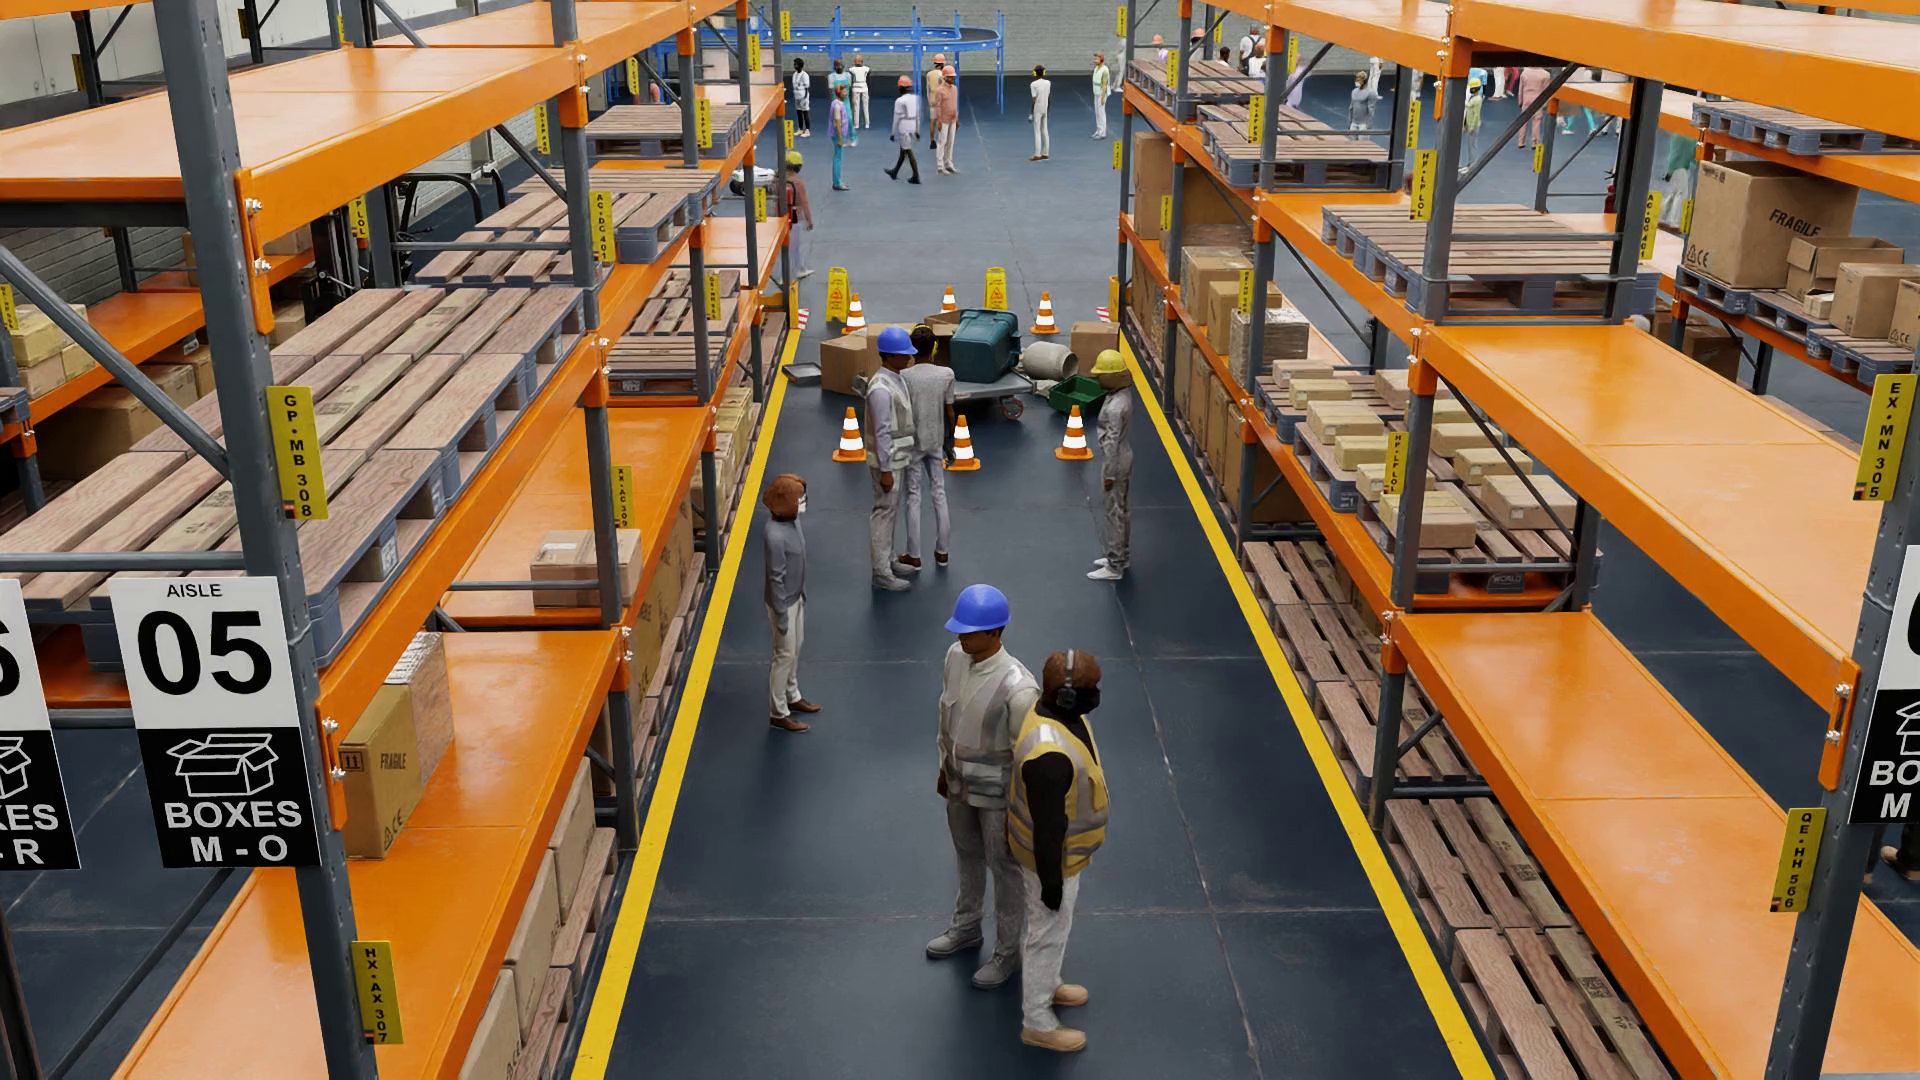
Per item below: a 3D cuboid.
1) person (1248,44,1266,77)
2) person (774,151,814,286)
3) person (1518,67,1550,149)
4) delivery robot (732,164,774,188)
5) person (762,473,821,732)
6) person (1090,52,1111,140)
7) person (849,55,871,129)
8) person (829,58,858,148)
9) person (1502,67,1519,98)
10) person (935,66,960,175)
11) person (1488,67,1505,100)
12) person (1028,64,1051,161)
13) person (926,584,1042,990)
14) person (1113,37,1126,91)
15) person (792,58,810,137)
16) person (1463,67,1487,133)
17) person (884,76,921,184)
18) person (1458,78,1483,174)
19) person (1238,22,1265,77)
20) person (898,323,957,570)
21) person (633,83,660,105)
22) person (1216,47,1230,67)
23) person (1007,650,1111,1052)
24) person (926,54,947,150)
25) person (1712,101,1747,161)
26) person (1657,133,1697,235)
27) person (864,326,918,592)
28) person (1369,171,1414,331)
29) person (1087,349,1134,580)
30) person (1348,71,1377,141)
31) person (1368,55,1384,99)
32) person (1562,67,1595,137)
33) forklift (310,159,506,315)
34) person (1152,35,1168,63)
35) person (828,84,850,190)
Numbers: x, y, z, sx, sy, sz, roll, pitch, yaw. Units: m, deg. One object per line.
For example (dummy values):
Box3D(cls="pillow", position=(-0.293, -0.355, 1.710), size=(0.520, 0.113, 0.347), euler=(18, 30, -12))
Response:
Box3D(cls="person", position=(6.942, -10.552, 38.526), size=(0.579, 1.850, 0.937), euler=(16, 26, 36))
Box3D(cls="person", position=(-2.143, -4.279, 22.084), size=(0.560, 1.733, 0.805), euler=(18, 27, 40))
Box3D(cls="person", position=(11.946, -9.114, 34.628), size=(0.643, 1.910, 0.400), euler=(19, 28, 40))
Box3D(cls="delivery robot", position=(-3.623, -6.364, 29.112), size=(0.707, 0.478, 0.477), euler=(-10, 23, -24))
Box3D(cls="person", position=(-1.029, 0.368, 9.962), size=(0.286, 1.622, 0.511), euler=(3, 21, 7))
Box3D(cls="person", position=(3.061, -9.649, 36.146), size=(0.395, 1.836, 0.561), euler=(-5, 21, -13))
Box3D(cls="person", position=(-2.279, -10.185, 37.835), size=(0.512, 1.639, 0.311), euler=(-6, 21, -14))
Box3D(cls="person", position=(-2.429, -9.137, 34.811), size=(0.600, 1.823, 0.440), euler=(-7, 22, -18))
Box3D(cls="person", position=(14.658, -12.644, 44.188), size=(0.557, 1.741, 0.501), euler=(-6, 22, -17))
Box3D(cls="person", position=(-0.226, -7.884, 31.254), size=(0.379, 1.996, 0.611), euler=(15, 26, 35))
Box3D(cls="person", position=(14.158, -12.531, 43.618), size=(0.355, 1.938, 0.637), euler=(14, 25, 33))
Box3D(cls="person", position=(1.568, -8.464, 32.975), size=(0.521, 1.864, 0.334), euler=(-16, 26, -36))
Box3D(cls="person", position=(0.107, 1.102, 7.569), size=(0.385, 1.948, 0.605), euler=(-16, 26, -37))
Box3D(cls="person", position=(4.493, -13.192, 45.732), size=(0.459, 1.670, 0.519), euler=(-4, 21, -10))
Box3D(cls="person", position=(-3.493, -9.701, 36.473), size=(0.317, 1.695, 0.540), euler=(-16, 26, -36))
Box3D(cls="person", position=(11.497, -9.966, 37.185), size=(0.530, 1.689, 0.322), euler=(14, 25, 33))
Box3D(cls="person", position=(-1.061, -7.476, 30.320), size=(0.957, 1.888, 0.569), euler=(16, 26, 35))
Box3D(cls="person", position=(9.659, -7.816, 31.400), size=(0.315, 1.766, 0.523), euler=(3, 21, 7))
Box3D(cls="person", position=(7.562, -12.359, 43.020), size=(0.694, 2.000, 0.720), euler=(-5, 21, -14))
Box3D(cls="person", position=(-0.283, -0.694, 12.426), size=(0.536, 1.869, 0.312), euler=(-8, 22, -19))
Box3D(cls="person", position=(-6.058, -8.130, 32.027), size=(0.639, 1.911, 0.406), euler=(13, 25, 32))
Box3D(cls="person", position=(5.737, -9.912, 36.743), size=(0.405, 1.907, 0.602), euler=(-8, 22, -20))
Box3D(cls="person", position=(0.426, 1.320, 7.160), size=(0.429, 1.836, 0.623), euler=(4, 21, 9))
Box3D(cls="person", position=(-0.433, -9.094, 34.534), size=(0.552, 1.937, 0.356), euler=(16, 26, 37))
Box3D(cls="person", position=(11.581, -5.588, 25.125), size=(0.538, 2.000, 0.684), euler=(11, 24, 28))
Box3D(cls="person", position=(11.068, -5.693, 25.582), size=(0.632, 1.906, 0.647), euler=(18, 27, 39))
Box3D(cls="person", position=(-0.494, -0.600, 12.068), size=(0.405, 1.946, 0.612), euler=(2, 21, 6))
Box3D(cls="person", position=(5.220, -3.393, 19.573), size=(0.645, 1.871, 0.877), euler=(16, 26, 37))
Box3D(cls="person", position=(1.110, -0.556, 12.253), size=(0.325, 1.737, 0.485), euler=(4, 21, 11))
Box3D(cls="person", position=(7.450, -7.723, 30.931), size=(0.381, 1.927, 0.640), euler=(-11, 23, -26))
Box3D(cls="person", position=(11.011, -12.627, 43.859), size=(0.404, 1.945, 0.615), euler=(-3, 21, -7))
Box3D(cls="person", position=(13.741, -9.772, 36.666), size=(0.526, 1.741, 0.903), euler=(-10, 23, -24))
Box3D(cls="forklift", position=(-5.622, -2.910, 17.832), size=(2.313, 2.155, 1.214), euler=(-1, 21, -1))
Box3D(cls="person", position=(4.739, -11.130, 39.950), size=(0.565, 1.929, 0.422), euler=(12, 24, 28))
Box3D(cls="person", position=(-2.164, -7.161, 29.554), size=(0.373, 1.843, 0.570), euler=(-2, 21, -4))
